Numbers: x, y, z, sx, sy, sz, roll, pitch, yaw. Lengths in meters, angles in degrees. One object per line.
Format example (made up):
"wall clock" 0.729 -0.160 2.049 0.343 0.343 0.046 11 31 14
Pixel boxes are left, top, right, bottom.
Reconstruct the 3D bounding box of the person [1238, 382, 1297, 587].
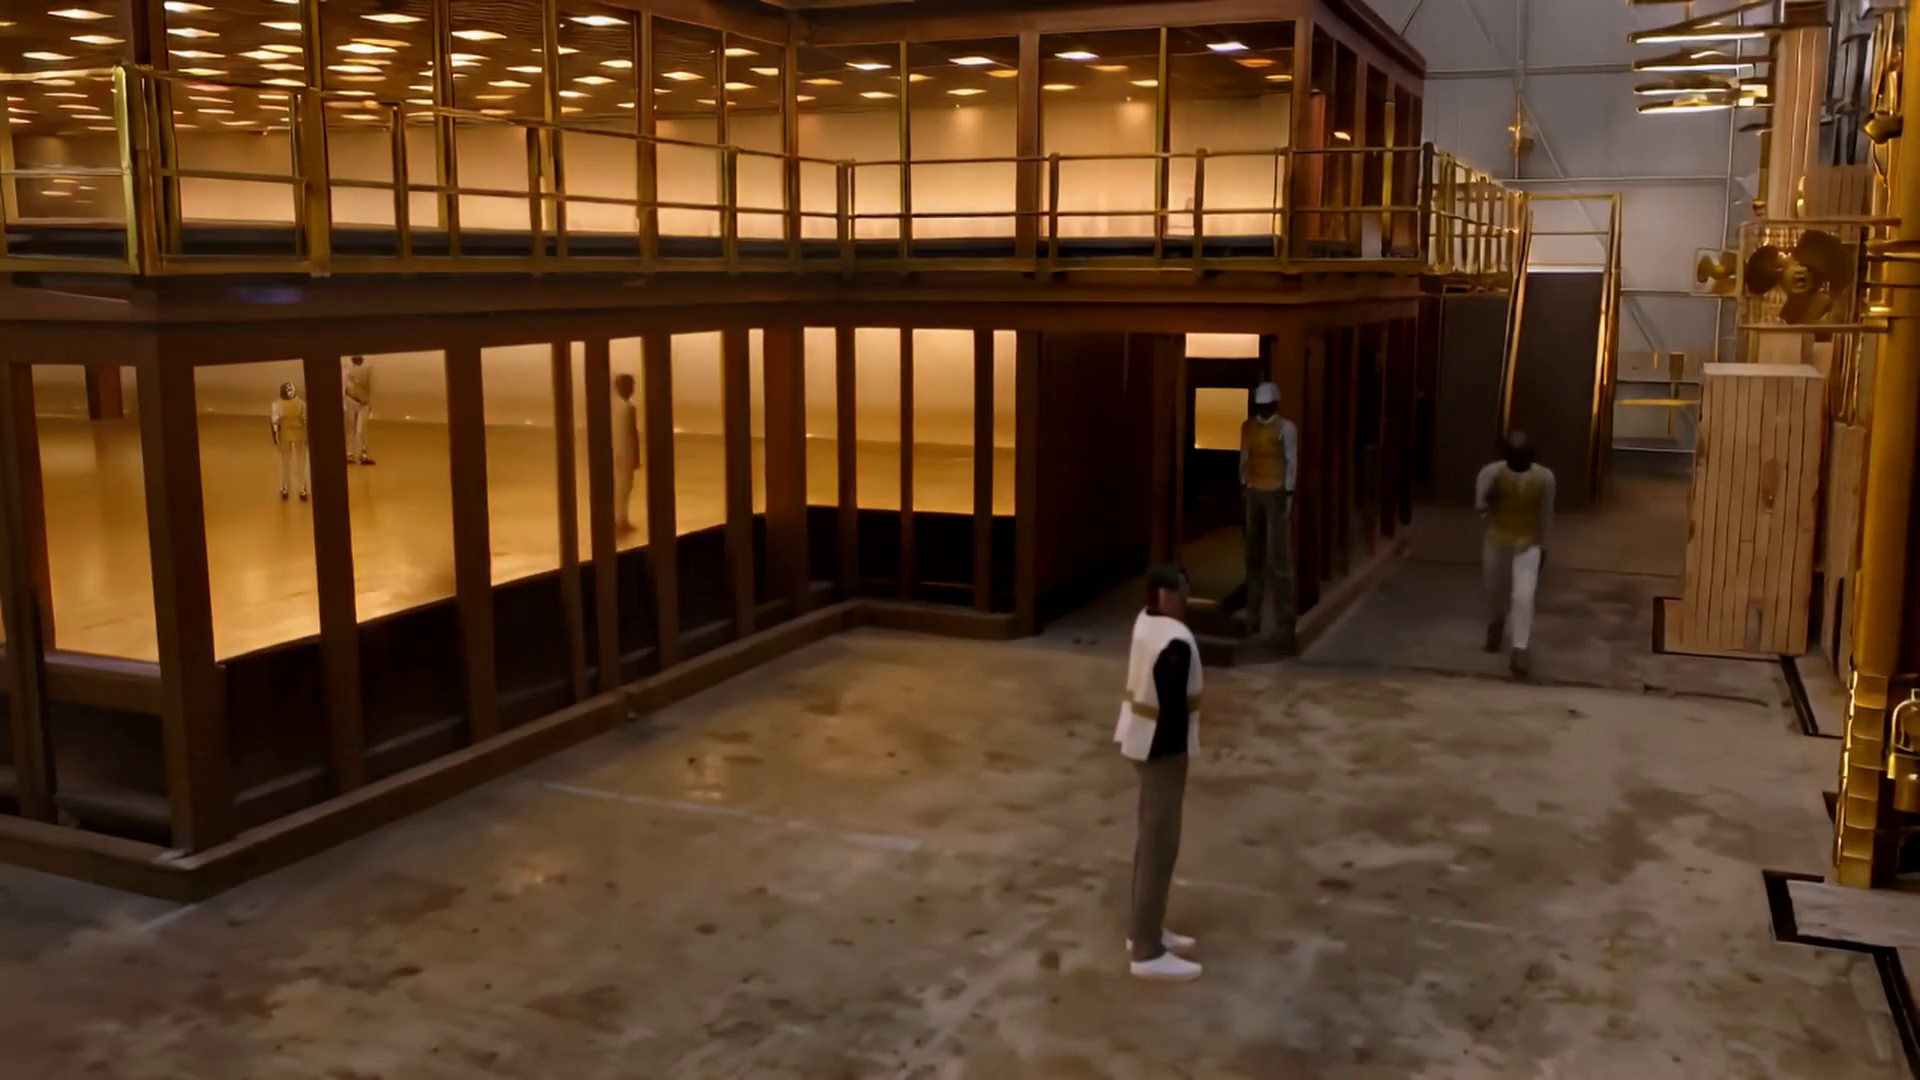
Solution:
"person" 2.969 -0.539 16.156 0.612 1.986 0.407 8 12 40

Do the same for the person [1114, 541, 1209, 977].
"person" 0.878 0.945 7.248 0.392 1.911 0.584 -1 9 -4

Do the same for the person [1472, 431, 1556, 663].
"person" 4.419 0.012 13.317 0.624 1.810 0.893 3 10 16
